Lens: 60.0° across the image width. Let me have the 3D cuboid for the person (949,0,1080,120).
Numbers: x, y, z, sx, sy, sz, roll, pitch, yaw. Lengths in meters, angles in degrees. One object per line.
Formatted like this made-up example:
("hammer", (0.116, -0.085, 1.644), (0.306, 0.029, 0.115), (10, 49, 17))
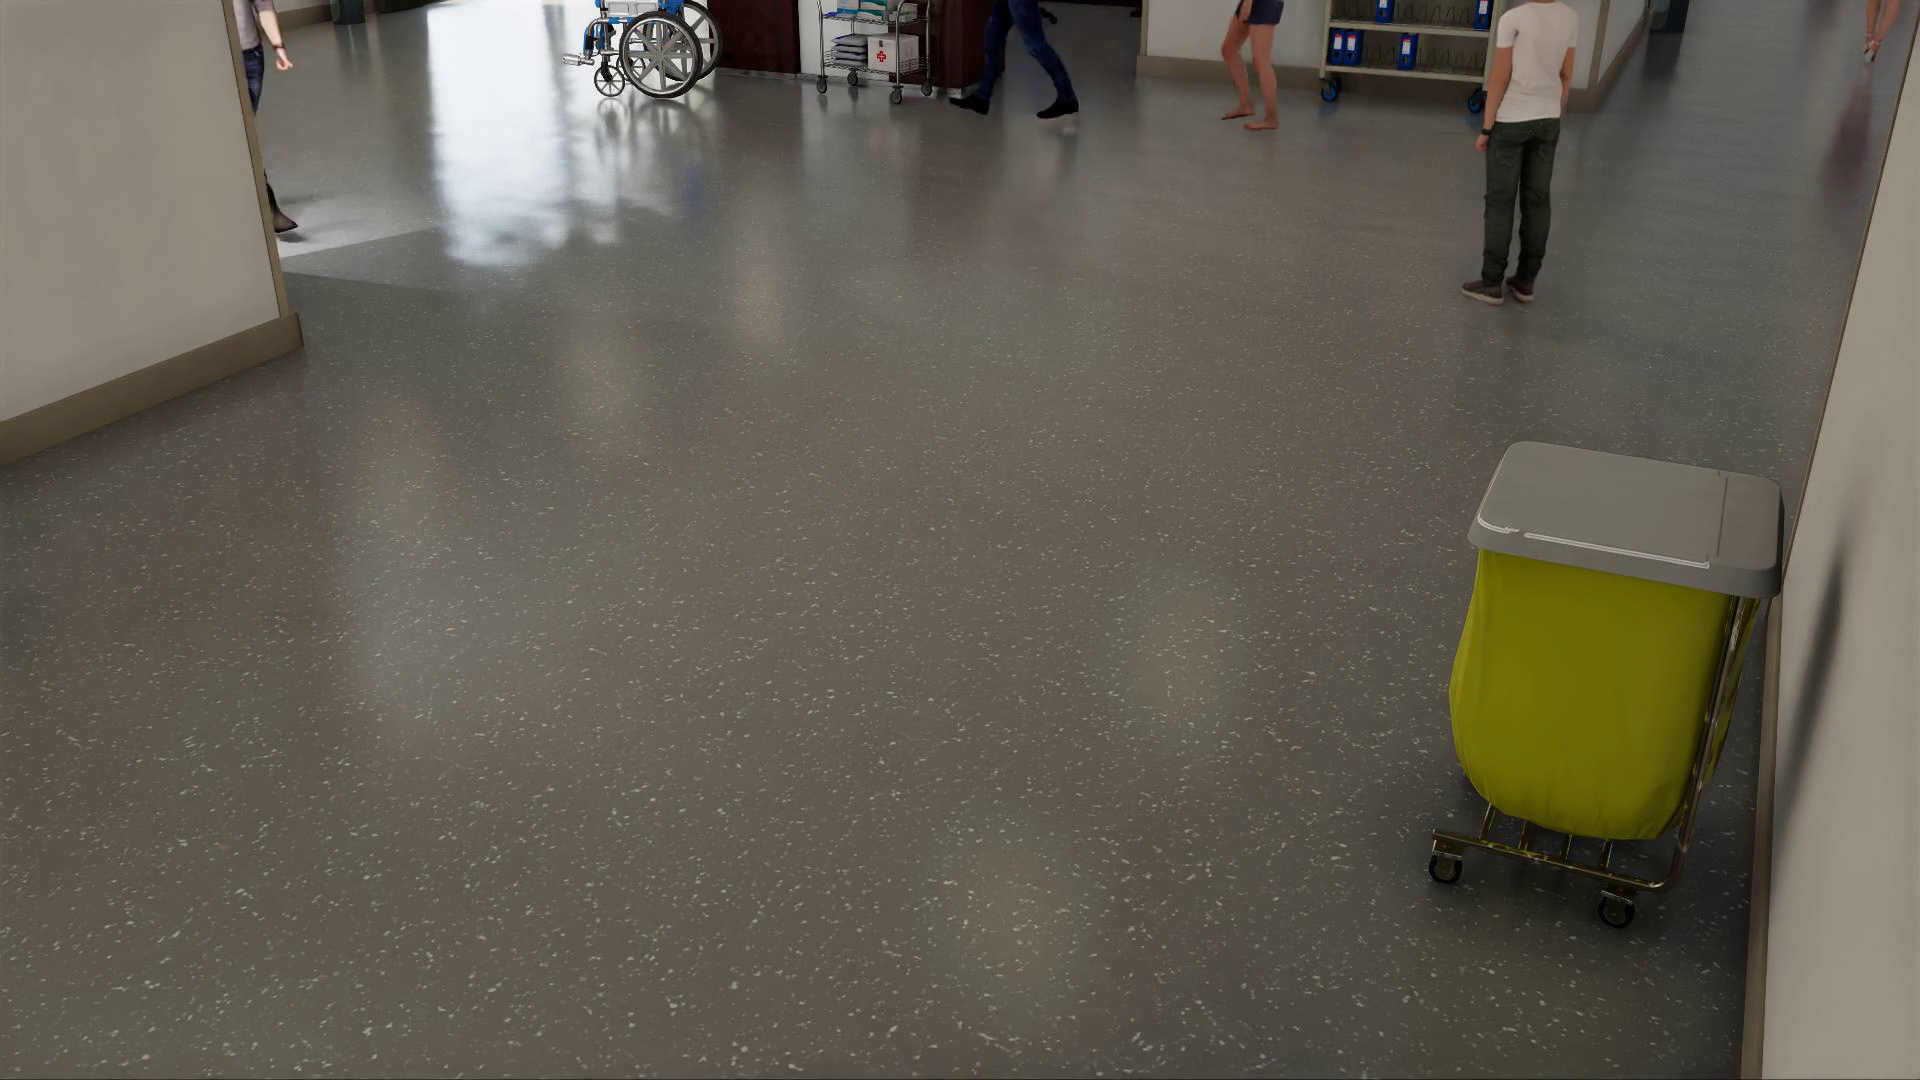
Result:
("person", (0.500, -3.806, 11.457), (1.265, 1.846, 0.918), (4, 26, 9))

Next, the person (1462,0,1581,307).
("person", (2.649, -1.936, 7.802), (0.638, 1.654, 0.723), (-5, 26, -10))

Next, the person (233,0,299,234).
("person", (-4.006, -2.641, 9.017), (1.274, 1.869, 0.919), (20, 32, 36))

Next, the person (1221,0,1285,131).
("person", (2.128, -3.642, 11.296), (0.748, 1.691, 0.706), (1, 26, 3))
